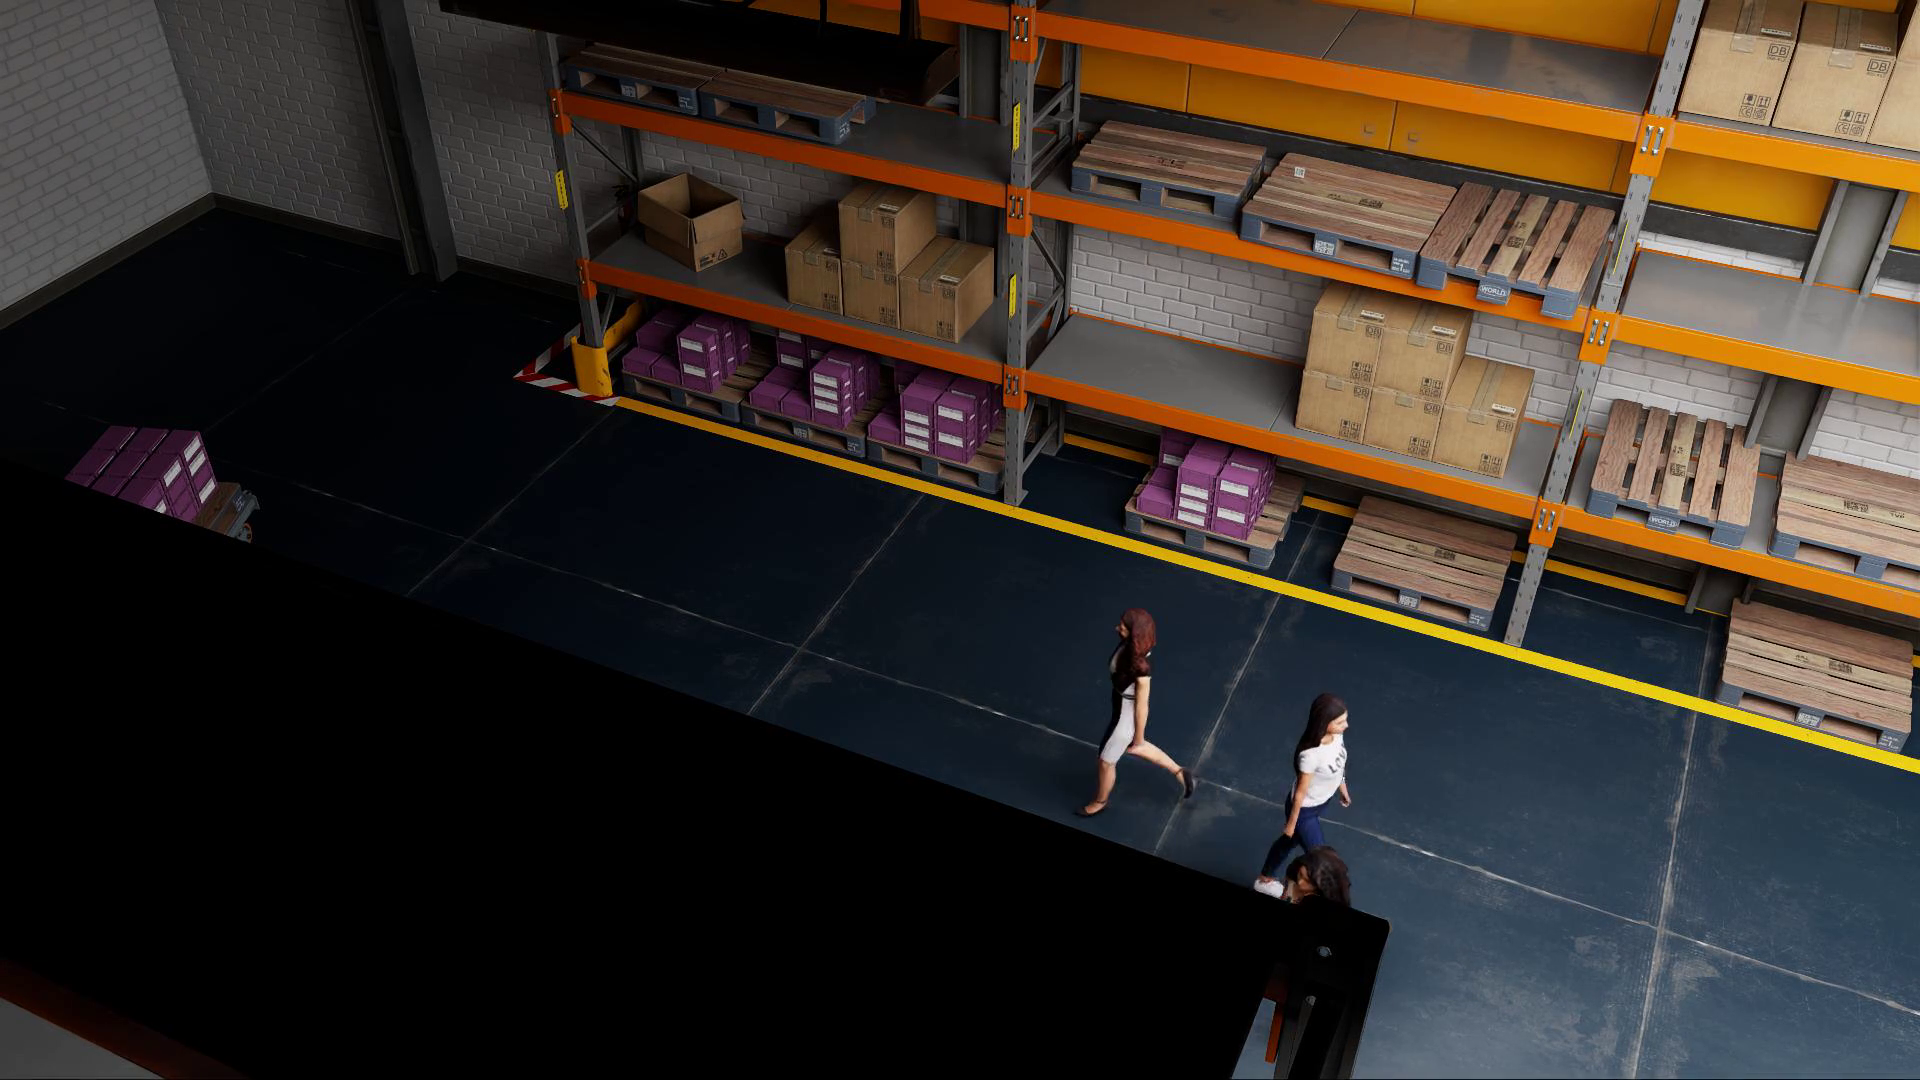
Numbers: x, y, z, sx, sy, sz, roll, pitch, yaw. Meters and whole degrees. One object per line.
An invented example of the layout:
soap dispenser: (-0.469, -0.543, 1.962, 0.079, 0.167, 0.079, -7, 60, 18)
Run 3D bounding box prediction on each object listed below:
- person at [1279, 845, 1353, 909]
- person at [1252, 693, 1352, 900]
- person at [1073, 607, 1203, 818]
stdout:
person: (1.936, 2.196, 9.085, 0.819, 1.610, 0.771, -18, 42, -22)
person: (1.957, 1.539, 9.790, 0.903, 1.757, 0.658, 19, 42, 22)
person: (1.124, 1.098, 10.327, 1.124, 1.776, 0.881, -1, 39, -1)
